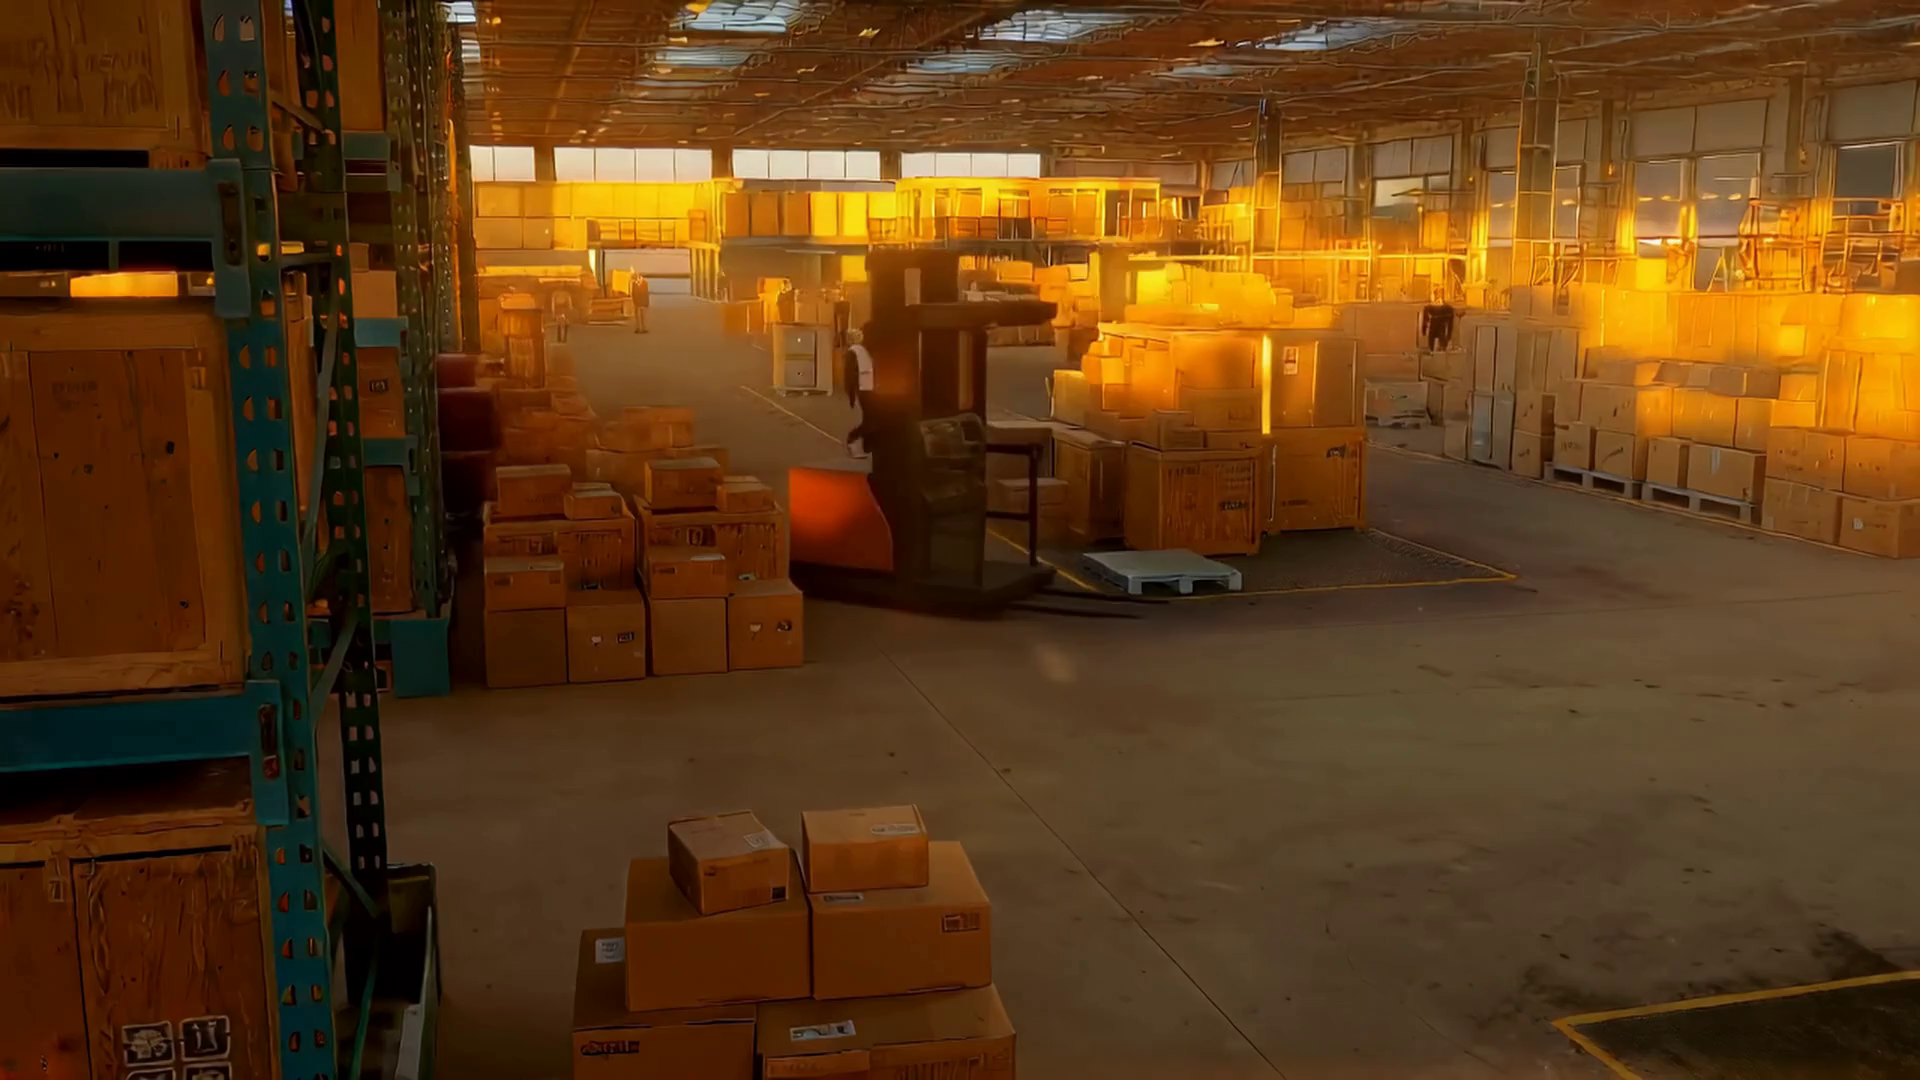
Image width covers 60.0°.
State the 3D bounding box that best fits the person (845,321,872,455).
[{"bbox_3d":[-1.282,-1.975,22.174,0.699,1.894,0.606,9,13,40],"label":"person"}]

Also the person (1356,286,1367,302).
[{"bbox_3d":[11.151,-6.134,46.002,0.967,1.802,0.518,-3,10,-15],"label":"person"}]

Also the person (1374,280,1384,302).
[{"bbox_3d":[14.537,-8.120,57.457,0.774,1.719,0.492,-1,10,-8],"label":"person"}]

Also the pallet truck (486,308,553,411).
[{"bbox_3d":[-6.242,-2.418,24.362,0.823,1.965,1.885,1,10,3],"label":"pallet truck"}]

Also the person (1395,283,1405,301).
[{"bbox_3d":[14.333,-7.493,53.972,0.519,1.682,0.548,6,12,32],"label":"person"}]

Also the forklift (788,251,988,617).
[{"bbox_3d":[-0.383,-0.928,13.426,1.873,2.768,1.129,6,12,29],"label":"forklift"}]

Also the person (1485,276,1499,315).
[{"bbox_3d":[18.805,-8.414,58.809,0.628,1.832,0.429,-9,13,-41],"label":"person"}]

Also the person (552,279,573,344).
[{"bbox_3d":[-11.566,-6.610,48.255,0.721,1.940,0.493,5,11,24],"label":"person"}]

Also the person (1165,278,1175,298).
[{"bbox_3d":[6.750,-7.498,53.498,0.309,1.868,0.535,2,10,11],"label":"person"}]

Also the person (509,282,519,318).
[{"bbox_3d":[-13.968,-7.230,52.347,0.786,1.737,0.525,-2,10,-9],"label":"person"}]

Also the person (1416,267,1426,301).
[{"bbox_3d":[20.937,-11.437,75.645,0.383,1.923,0.589,-7,12,-35],"label":"person"}]

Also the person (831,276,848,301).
[{"bbox_3d":[-3.880,-7.530,53.573,0.556,1.911,0.827,-2,10,-14],"label":"person"}]

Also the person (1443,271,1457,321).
[{"bbox_3d":[18.767,-9.322,63.638,0.624,1.940,0.413,-5,11,-25],"label":"person"}]

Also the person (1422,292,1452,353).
[{"bbox_3d":[9.960,-4.225,34.818,0.625,1.930,0.397,0,10,-1],"label":"person"}]

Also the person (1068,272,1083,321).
[{"bbox_3d":[4.427,-9.410,64.265,0.651,1.899,1.013,-4,11,-23],"label":"person"}]

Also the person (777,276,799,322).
[{"bbox_3d":[-5.044,-6.723,48.616,0.683,2.000,0.612,3,10,15],"label":"person"}]

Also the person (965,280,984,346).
[{"bbox_3d":[0.433,-6.491,47.701,0.604,1.900,0.540,-4,11,-19],"label":"person"}]

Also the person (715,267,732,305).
[{"bbox_3d":[-11.662,-12.486,81.829,0.963,1.844,0.585,6,11,29],"label":"person"}]

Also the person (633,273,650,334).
[{"bbox_3d":[-10.500,-7.799,54.839,0.614,1.993,0.395,-10,14,-44],"label":"person"}]

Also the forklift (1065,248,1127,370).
[{"bbox_3d":[3.399,-5.135,37.252,1.873,2.768,1.129,-3,10,-15],"label":"forklift"}]

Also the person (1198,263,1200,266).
[{"bbox_3d":[13.024,-14.156,90.837,0.608,1.995,0.377,-4,11,-19],"label":"person"}]

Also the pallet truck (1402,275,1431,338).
[{"bbox_3d":[14.620,-7.324,52.145,0.823,1.965,1.885,8,13,40],"label":"pallet truck"}]

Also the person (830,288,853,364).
[{"bbox_3d":[-2.929,-5.203,40.539,0.547,1.851,0.645,-7,12,-36],"label":"person"}]
